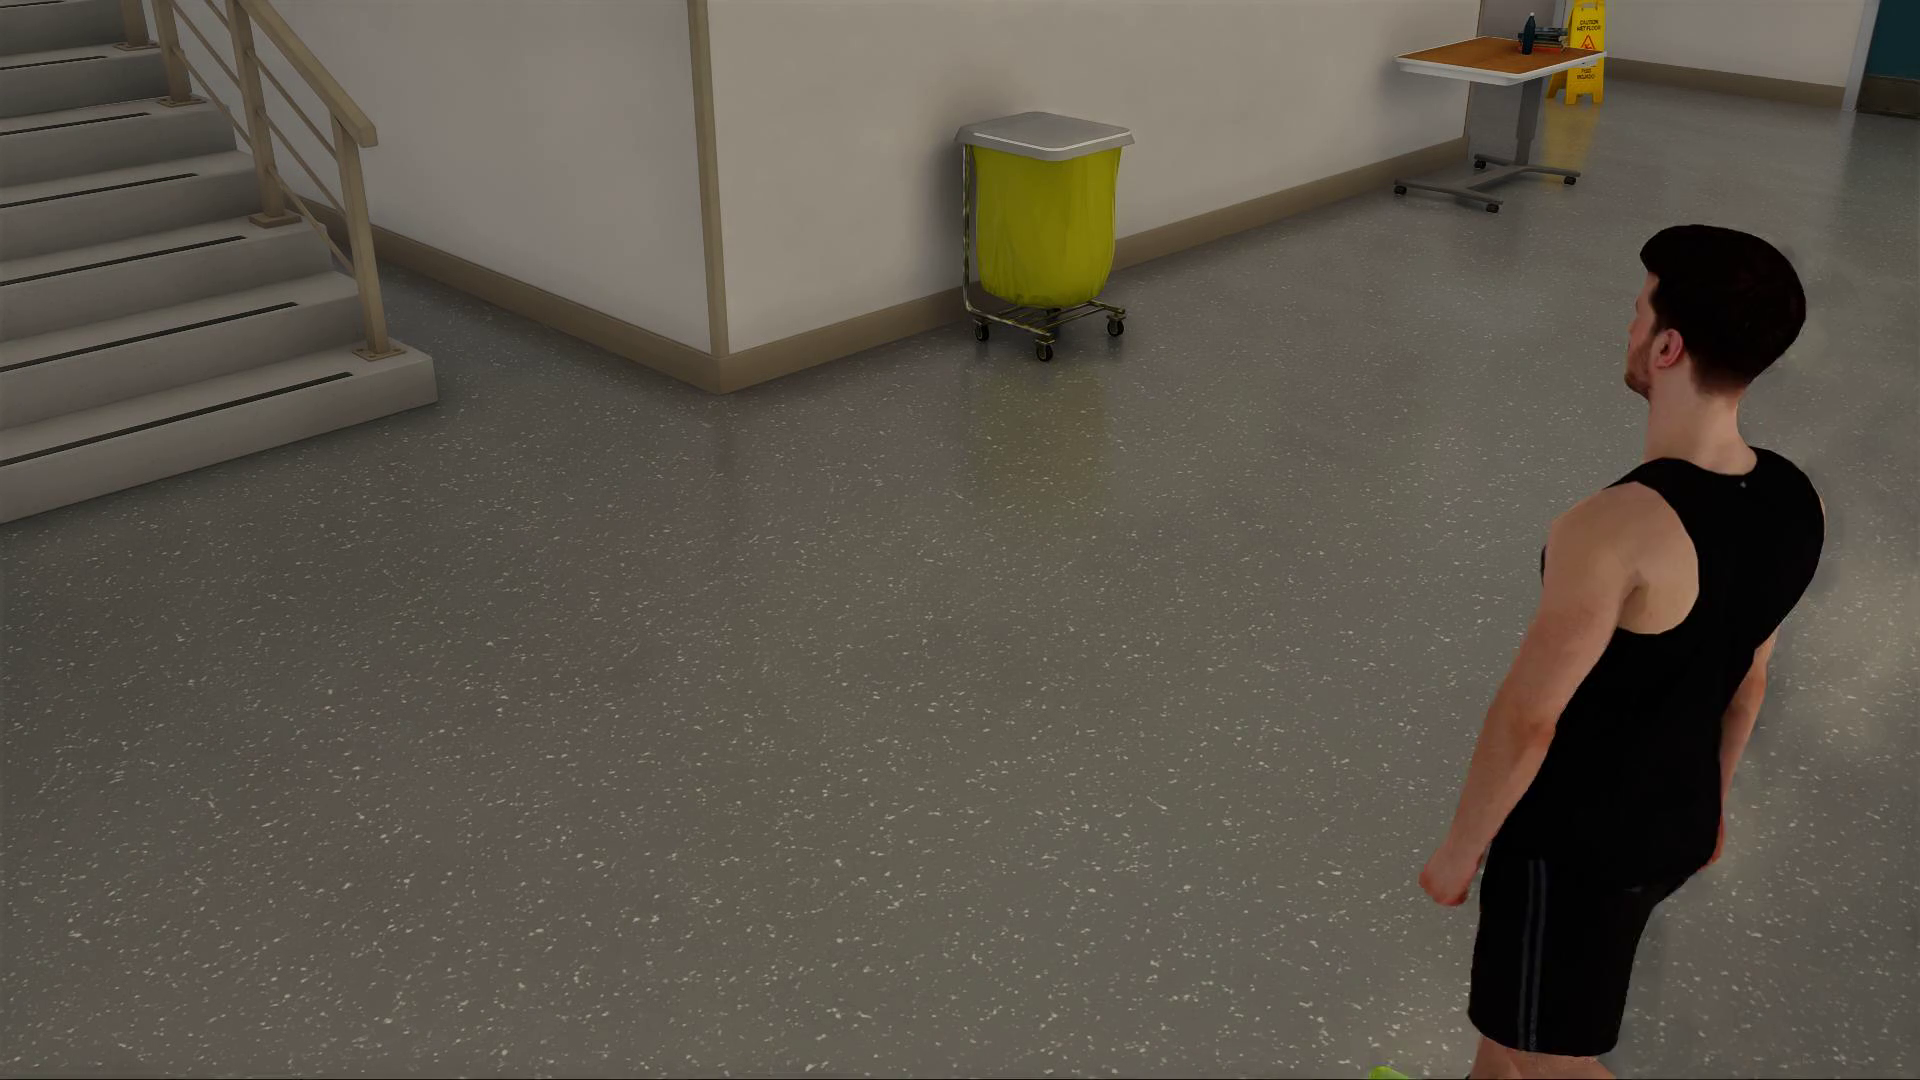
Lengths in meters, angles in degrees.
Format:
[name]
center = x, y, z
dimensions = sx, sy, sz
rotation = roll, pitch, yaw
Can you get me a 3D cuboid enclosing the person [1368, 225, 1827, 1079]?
[person]
center = 1.056, 0.486, 2.583
dimensions = 0.766, 1.864, 1.146
rotation = -19, 31, -33
